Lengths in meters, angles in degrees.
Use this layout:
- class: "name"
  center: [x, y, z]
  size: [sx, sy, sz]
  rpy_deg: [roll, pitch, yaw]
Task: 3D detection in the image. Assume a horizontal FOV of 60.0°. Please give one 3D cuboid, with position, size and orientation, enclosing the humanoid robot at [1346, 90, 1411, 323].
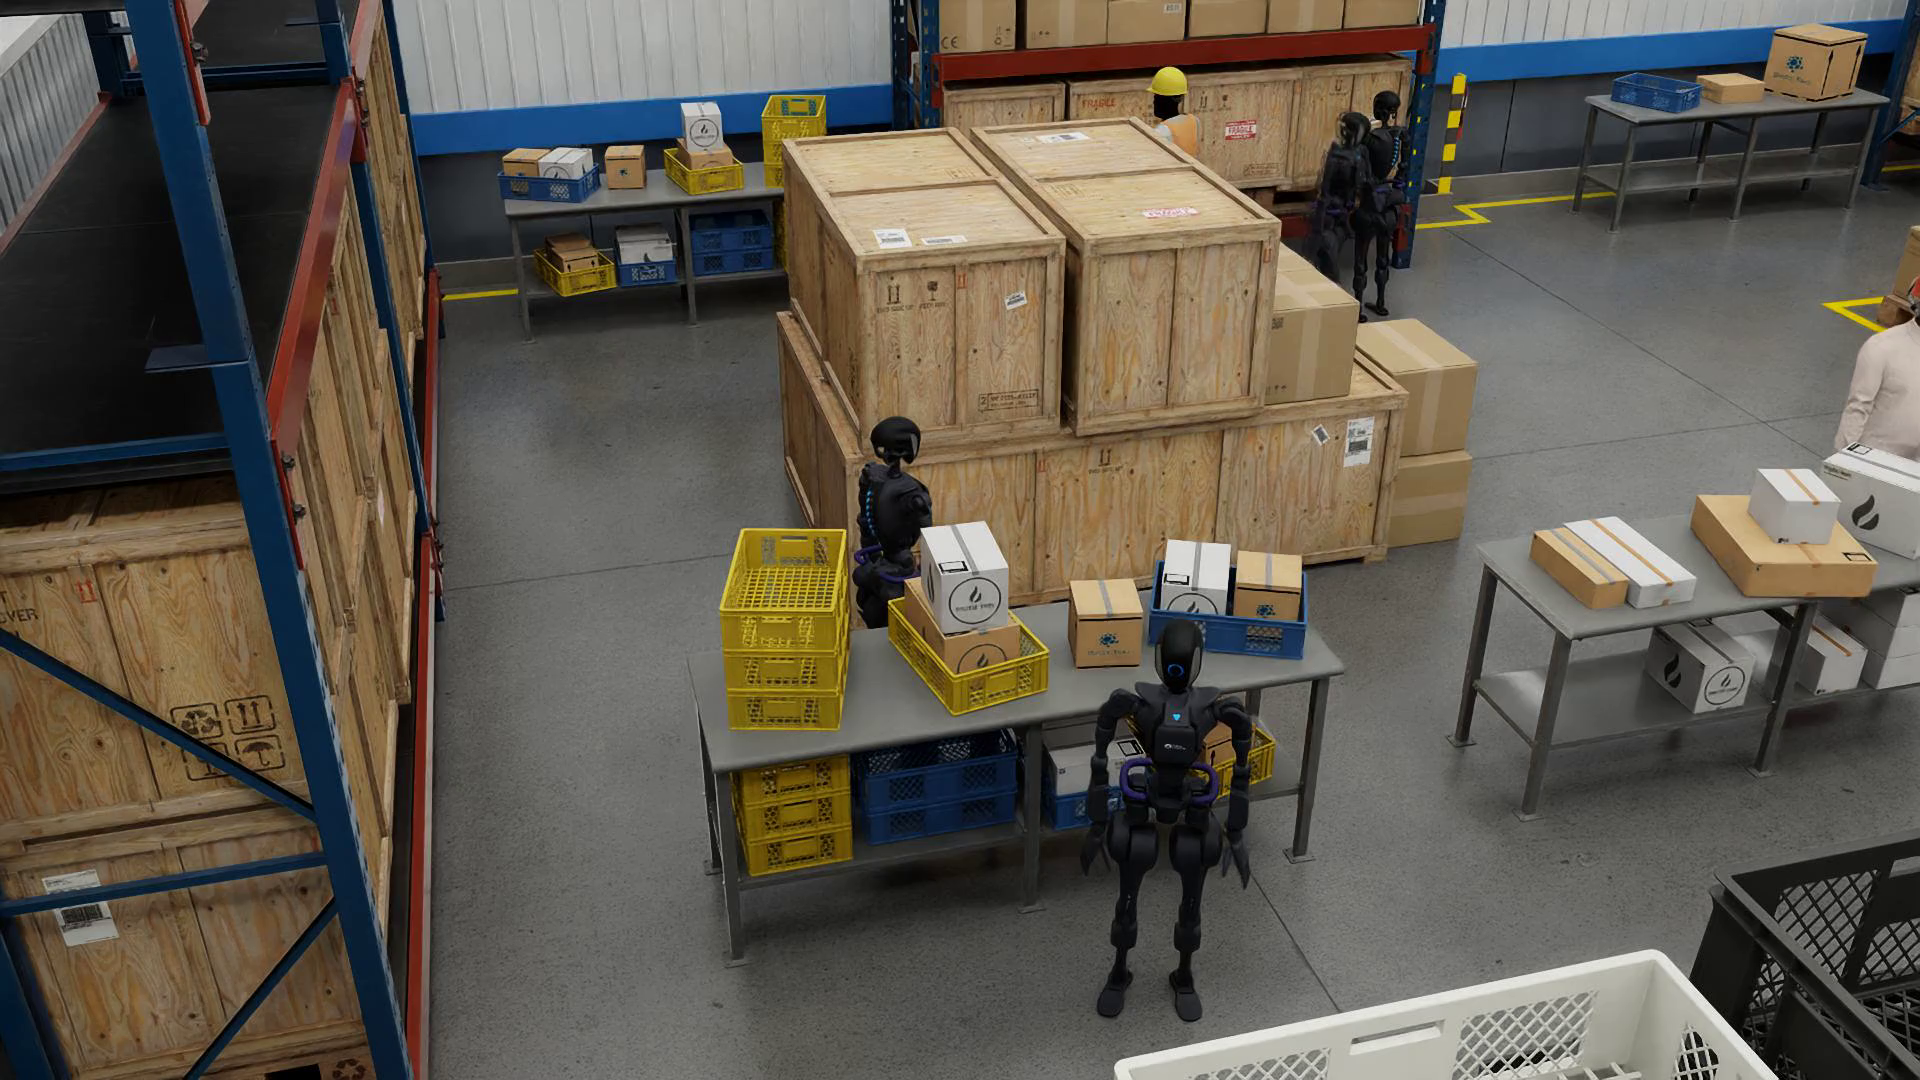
- class: "humanoid robot"
  center: [2.991, -2.416, 12.027]
  size: [0.589, 1.657, 0.327]
  rpy_deg: [-18, 33, -29]

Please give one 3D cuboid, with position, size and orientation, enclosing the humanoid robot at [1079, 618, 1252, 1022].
- class: "humanoid robot"
  center: [0.725, 1.002, 5.823]
  size: [0.607, 1.657, 0.315]
  rpy_deg: [3, 29, 5]

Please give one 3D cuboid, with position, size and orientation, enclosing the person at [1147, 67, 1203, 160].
- class: "person"
  center: [1.430, -2.323, 11.613]
  size: [0.375, 1.928, 0.585]
  rpy_deg: [22, 35, 34]

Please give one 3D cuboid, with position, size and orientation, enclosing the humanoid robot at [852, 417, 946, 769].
- class: "humanoid robot"
  center: [-0.259, 0.227, 7.231]
  size: [0.327, 1.657, 0.585]
  rpy_deg: [-21, 35, -33]

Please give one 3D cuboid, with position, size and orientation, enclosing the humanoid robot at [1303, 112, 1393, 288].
- class: "humanoid robot"
  center: [2.674, -2.176, 11.640]
  size: [0.703, 1.626, 0.549]
  rpy_deg: [19, 34, 31]

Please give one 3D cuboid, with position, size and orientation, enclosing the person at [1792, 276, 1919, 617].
- class: "person"
  center: [4.514, -0.405, 8.064]
  size: [0.621, 1.991, 0.395]
  rpy_deg: [-8, 30, -14]
